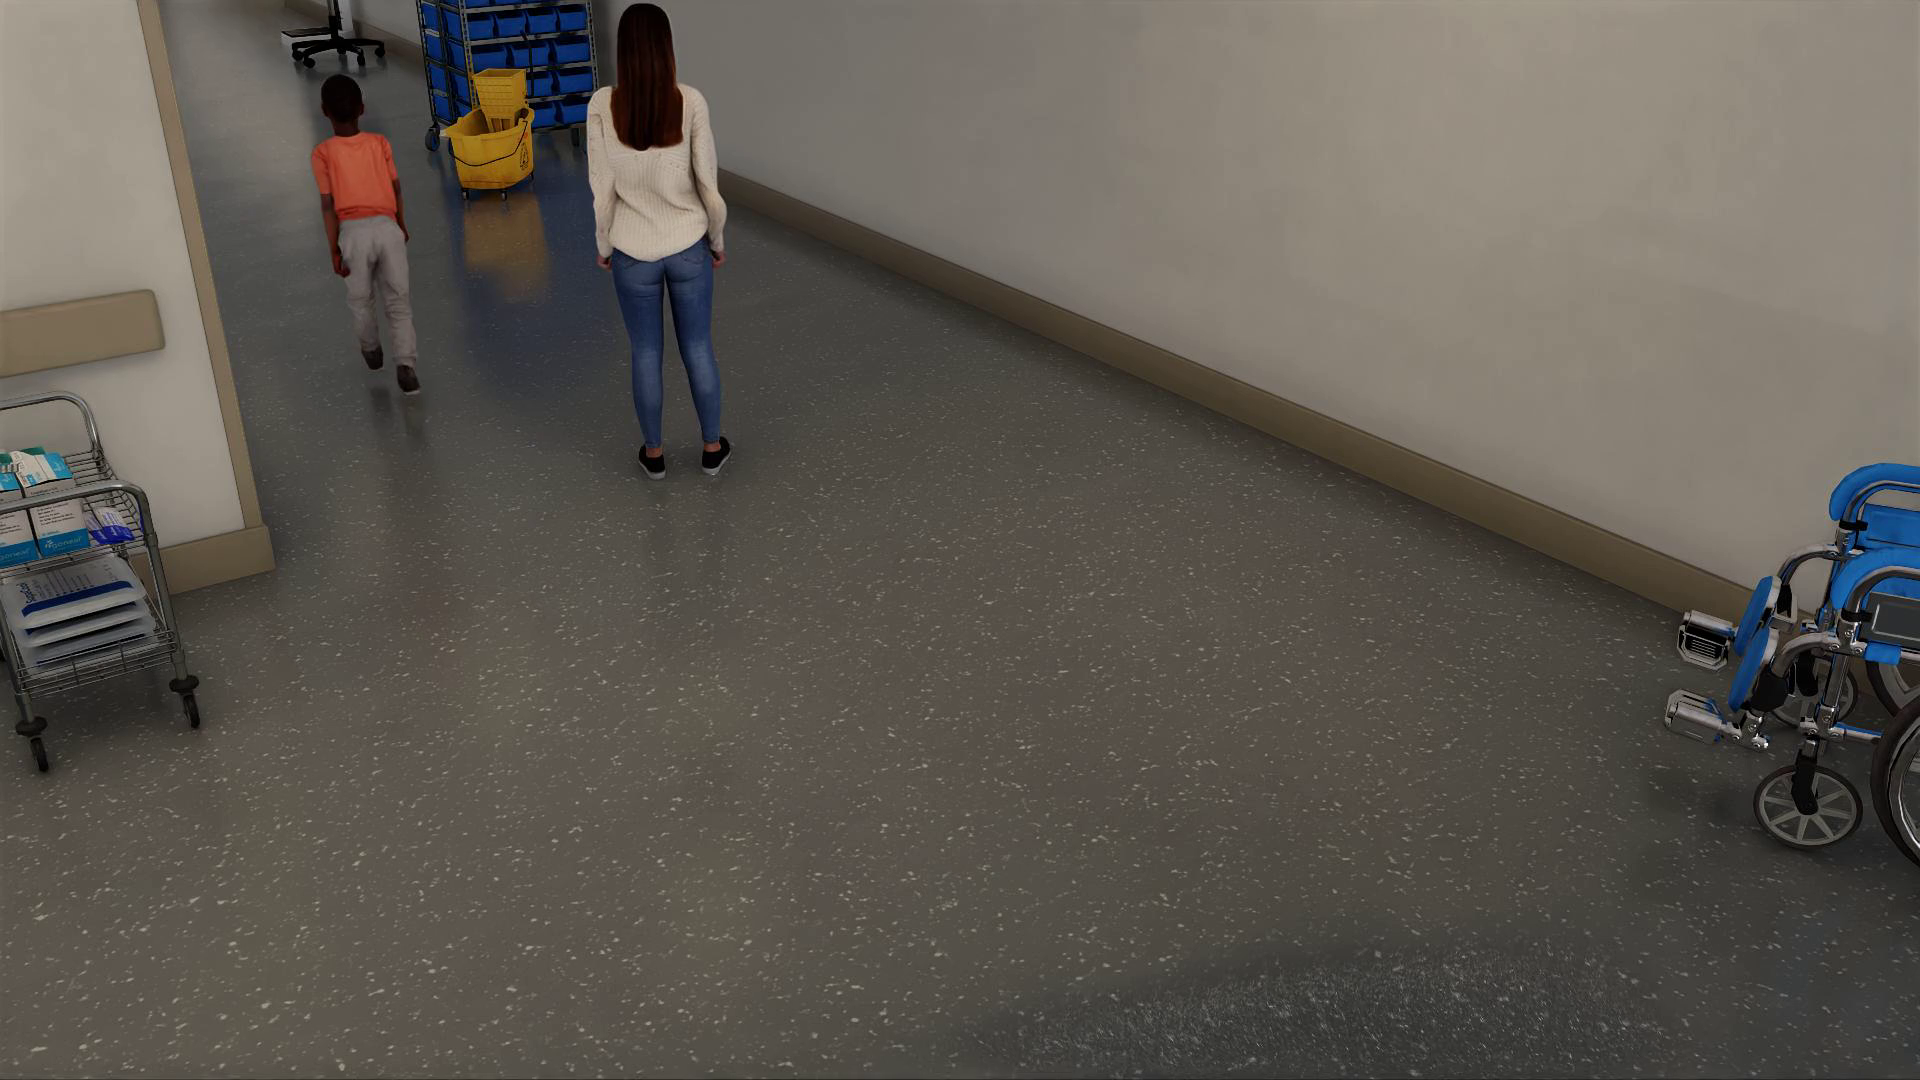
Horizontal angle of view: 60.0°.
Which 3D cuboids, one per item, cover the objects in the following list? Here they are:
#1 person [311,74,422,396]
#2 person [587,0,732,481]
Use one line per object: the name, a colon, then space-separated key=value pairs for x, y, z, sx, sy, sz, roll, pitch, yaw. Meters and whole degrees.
person: x=-2.377 y=-1.199 z=6.746 sx=0.881 sy=1.281 sz=0.661 roll=-12 pitch=28 yaw=-23
person: x=-1.068 y=-1.043 z=5.952 sx=0.640 sy=1.691 sz=0.765 roll=-4 pitch=26 yaw=-8
